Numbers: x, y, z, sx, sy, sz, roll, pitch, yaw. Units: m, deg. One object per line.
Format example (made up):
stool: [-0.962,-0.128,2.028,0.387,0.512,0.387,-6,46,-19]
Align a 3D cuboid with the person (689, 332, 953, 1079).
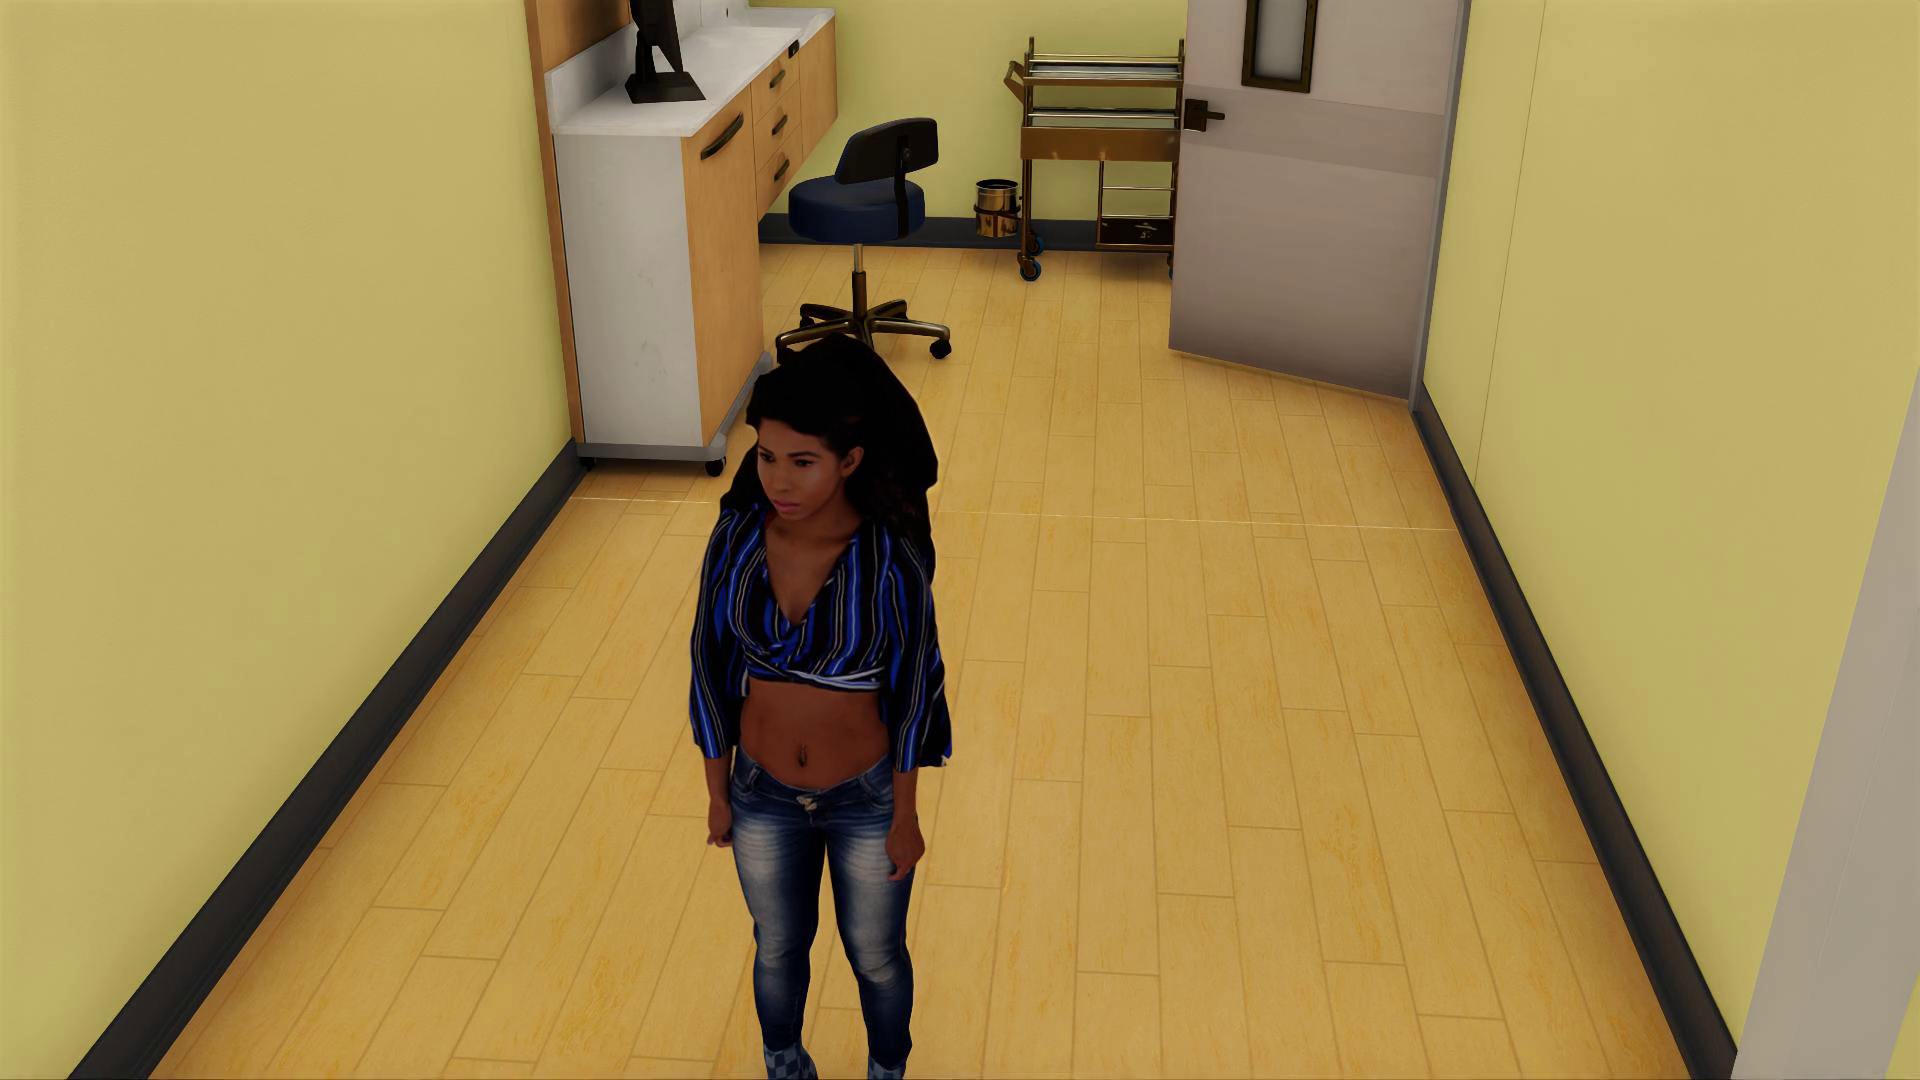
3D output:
person: [-0.237,0.436,2.869,0.525,1.616,0.692,6,26,12]
